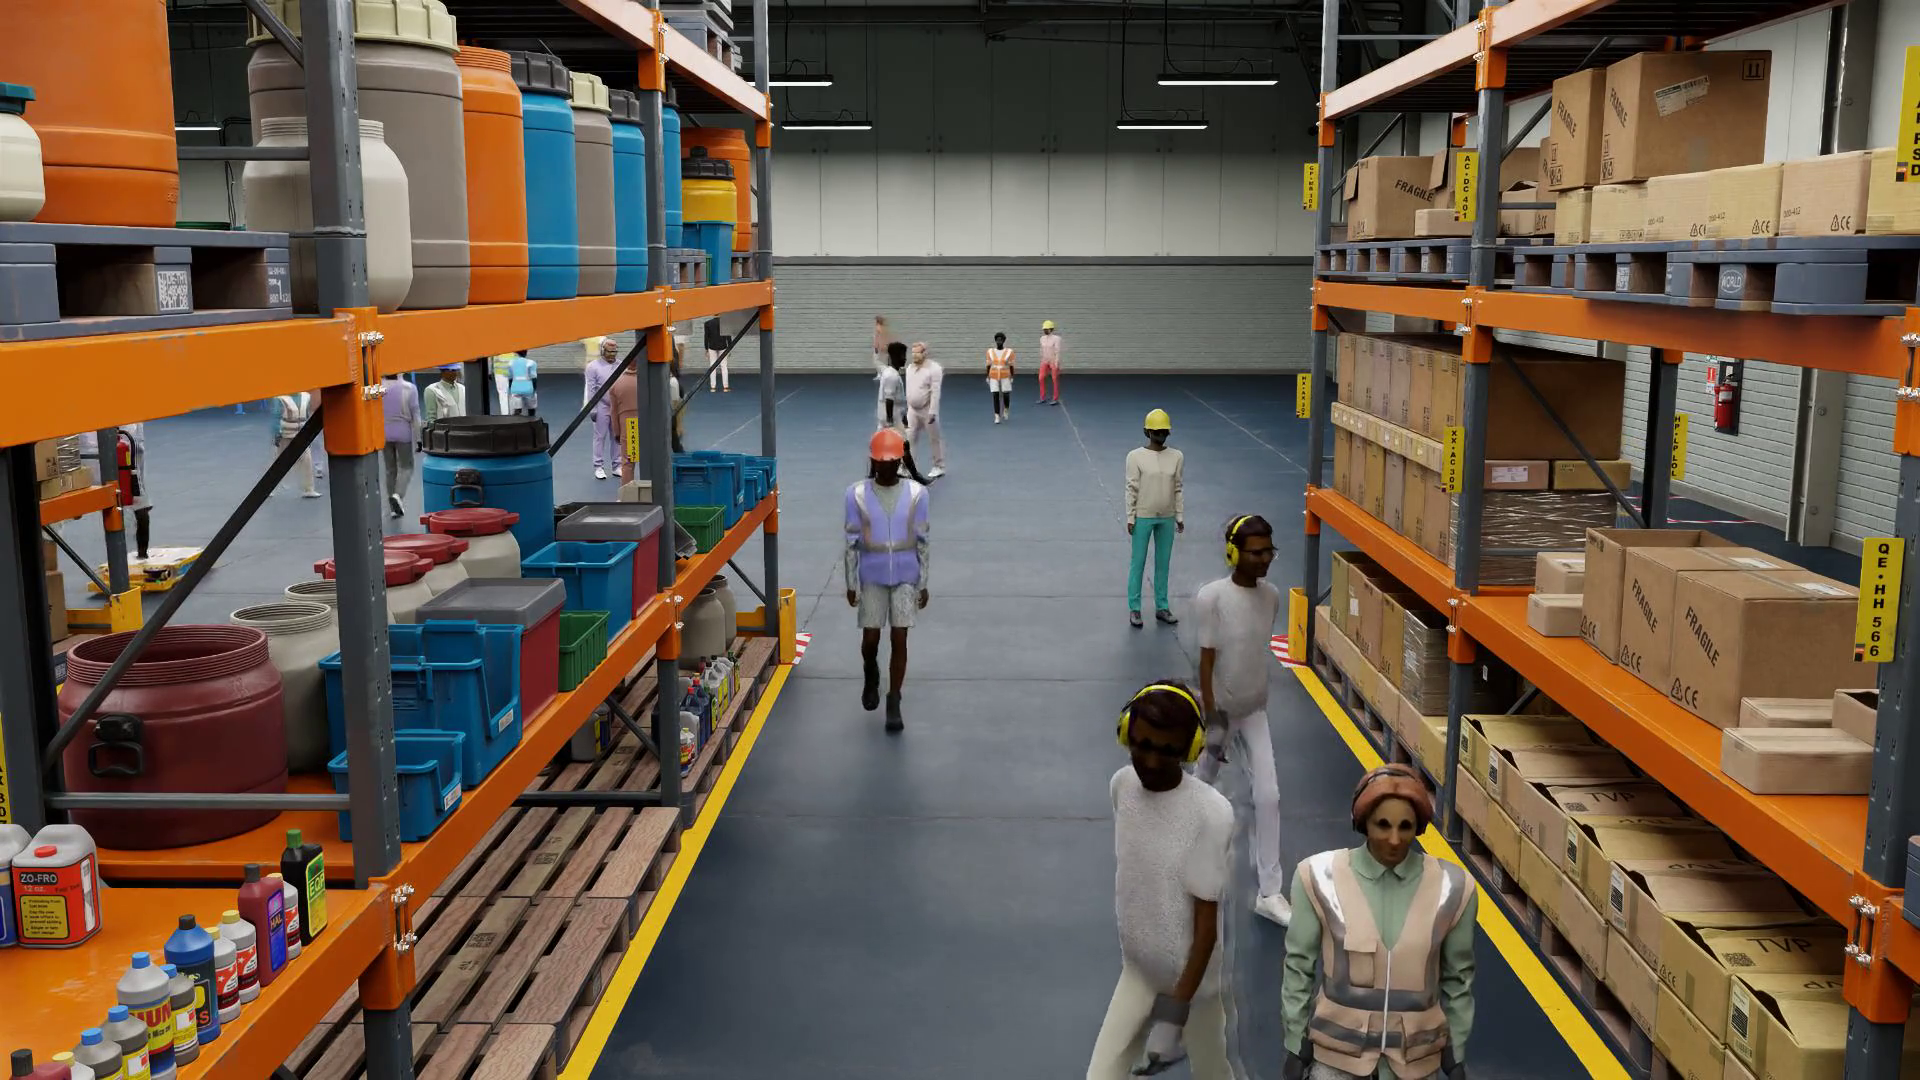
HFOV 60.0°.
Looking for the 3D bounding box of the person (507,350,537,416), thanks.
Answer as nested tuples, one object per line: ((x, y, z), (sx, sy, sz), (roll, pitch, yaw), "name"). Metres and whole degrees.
((-7.248, -2.437, 27.436), (0.537, 1.656, 0.816), (1, 10, 6), "person")

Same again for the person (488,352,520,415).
((-8.453, -3.100, 30.983), (0.638, 1.795, 0.978), (-3, 10, -20), "person")

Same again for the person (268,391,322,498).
((-8.469, -1.332, 20.943), (0.759, 1.602, 0.547), (6, 11, 32), "person")

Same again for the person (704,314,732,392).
((-5.544, -4.395, 38.111), (0.623, 1.990, 0.391), (-1, 10, -4), "person")

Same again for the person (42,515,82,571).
((-7.787, -0.345, 14.109), (0.607, 1.904, 0.690), (-1, 10, -8), "person")

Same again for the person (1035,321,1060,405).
((1.836, -3.670, 34.510), (0.541, 1.745, 0.640), (7, 12, 37), "person")

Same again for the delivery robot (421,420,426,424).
((-8.771, -2.068, 27.544), (0.335, 0.223, 0.698), (-2, 10, -14), "delivery robot")

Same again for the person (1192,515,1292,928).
((1.232, 0.771, 7.668), (0.512, 1.835, 0.953), (-5, 11, -28), "person")

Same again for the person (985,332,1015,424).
((0.729, -2.980, 30.576), (0.535, 1.688, 0.367), (1, 10, 7), "person")

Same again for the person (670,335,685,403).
((-5.917, -3.666, 33.734), (0.694, 2.000, 0.930), (1, 10, 8), "person")

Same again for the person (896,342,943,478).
((-0.557, -1.749, 22.639), (0.663, 1.856, 0.979), (7, 12, 35), "person")

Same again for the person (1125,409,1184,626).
((1.595, -0.188, 13.594), (0.522, 1.769, 0.311), (-4, 10, -20), "person")

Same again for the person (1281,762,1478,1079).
((1.119, 1.396, 4.490), (0.511, 1.638, 0.307), (1, 10, 5), "person")

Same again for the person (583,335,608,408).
((-7.167, -3.437, 32.980), (0.620, 1.797, 0.963), (4, 10, 21), "person")

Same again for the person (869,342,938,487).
((-0.767, -1.594, 21.521), (0.971, 1.915, 0.636), (-2, 10, -10), "person")

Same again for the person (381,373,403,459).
((-8.597, -2.242, 25.069), (0.391, 2.040, 0.614), (0, 9, -3), "person")

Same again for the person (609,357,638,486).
((-3.840, -1.306, 19.870), (0.643, 1.909, 0.410), (1, 10, 6), "person")

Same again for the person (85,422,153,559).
((-7.682, -0.543, 15.290), (0.630, 1.916, 0.552), (8, 13, 41), "person")

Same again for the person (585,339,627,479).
((-4.807, -1.802, 22.862), (0.640, 1.902, 0.402), (-9, 13, -42), "person")

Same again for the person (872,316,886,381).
((-1.984, -4.793, 41.590), (0.423, 1.622, 0.531), (3, 10, 17), "person")

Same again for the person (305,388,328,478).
((-8.846, -1.738, 22.918), (0.531, 1.754, 0.406), (-2, 10, -15), "person")

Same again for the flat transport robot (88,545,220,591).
((-7.521, 0.250, 15.563), (0.652, 0.197, 1.431), (-1, 9, -5), "flat transport robot")

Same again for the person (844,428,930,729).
((-0.461, 0.232, 10.626), (0.542, 1.923, 0.473), (-1, 10, -7), "person")

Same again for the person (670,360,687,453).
((-3.754, -1.518, 21.477), (0.987, 1.801, 0.523), (-5, 11, -28), "person")

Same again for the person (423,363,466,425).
((-5.697, -1.113, 18.586), (0.389, 1.949, 0.604), (5, 11, 28), "person")

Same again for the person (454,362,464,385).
((-11.114, -4.101, 36.614), (0.638, 1.916, 0.871), (-3, 10, -17), "person")

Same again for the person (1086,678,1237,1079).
((0.581, 1.266, 4.781), (0.976, 1.808, 0.504), (-8, 12, -38), "person")

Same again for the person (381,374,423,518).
((-6.529, -1.200, 19.217), (0.619, 1.906, 0.529), (0, 9, -3), "person")
